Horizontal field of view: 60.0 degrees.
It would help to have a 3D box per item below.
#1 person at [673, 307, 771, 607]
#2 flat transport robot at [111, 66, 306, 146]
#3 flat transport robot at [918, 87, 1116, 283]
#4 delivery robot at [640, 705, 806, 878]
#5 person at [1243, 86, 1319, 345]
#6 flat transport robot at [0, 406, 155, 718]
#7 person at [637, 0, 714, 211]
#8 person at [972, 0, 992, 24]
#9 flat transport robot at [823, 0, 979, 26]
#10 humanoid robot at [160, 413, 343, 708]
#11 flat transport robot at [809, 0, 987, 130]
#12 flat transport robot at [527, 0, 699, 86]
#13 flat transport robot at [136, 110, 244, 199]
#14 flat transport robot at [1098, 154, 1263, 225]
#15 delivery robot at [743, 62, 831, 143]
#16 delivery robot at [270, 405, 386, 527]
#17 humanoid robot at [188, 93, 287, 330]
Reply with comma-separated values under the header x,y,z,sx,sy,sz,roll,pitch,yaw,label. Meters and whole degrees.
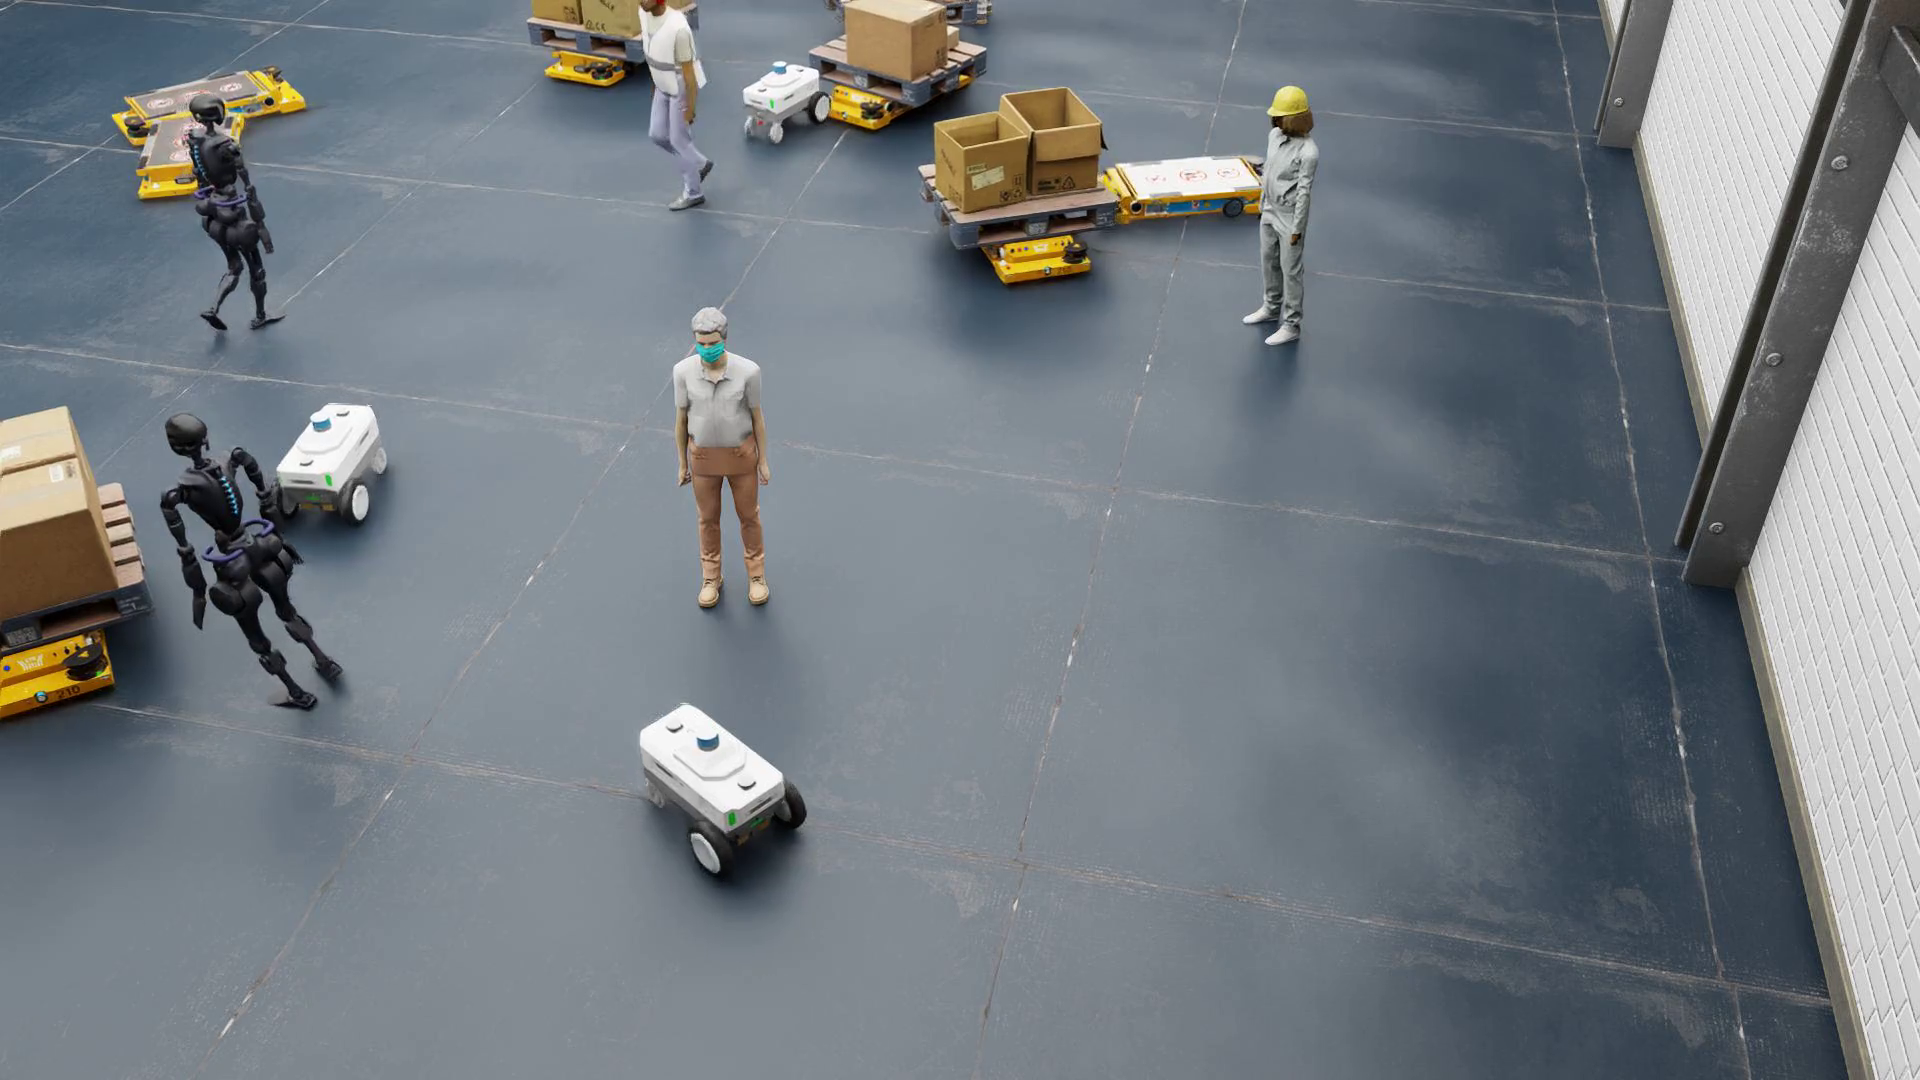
x,y,z,sx,sy,sz,roll,pitch,yaw,label
-1.217,-0.416,8.541,0.478,1.747,0.319,-2,37,-3,person
-6.408,-3.703,14.174,1.431,0.231,0.659,-24,43,-28,flat transport robot
0.421,-2.341,12.351,0.659,0.231,1.431,-10,38,-14,flat transport robot
-1.111,1.084,7.519,0.773,0.582,0.499,31,46,34,delivery robot
2.097,-2.114,10.829,0.350,1.732,0.481,-16,40,-20,person
-4.882,0.384,8.705,0.659,0.231,1.431,-18,40,-22,flat transport robot
-2.136,-3.353,12.408,0.467,1.817,0.615,-23,42,-27,person
0.155,-5.835,15.680,0.361,1.882,0.573,10,38,14,person
-0.568,-4.866,15.731,0.659,0.231,1.431,-13,39,-17,flat transport robot
-3.388,0.124,7.889,0.411,1.642,0.610,17,40,21,humanoid robot
-0.549,-3.952,14.507,0.659,0.231,1.431,24,43,29,flat transport robot
-3.138,-4.529,15.280,0.659,0.231,1.431,14,39,18,flat transport robot
-6.205,-3.153,13.437,0.659,0.231,1.431,-9,38,-11,flat transport robot
1.712,-2.703,12.836,1.431,0.231,0.659,-6,37,-8,flat transport robot
-1.473,-3.709,13.958,0.499,0.613,0.796,20,41,25,delivery robot
-3.628,-0.467,9.588,0.499,0.575,0.759,4,37,5,delivery robot
-4.816,-2.096,10.849,0.589,1.640,0.486,19,41,23,humanoid robot
